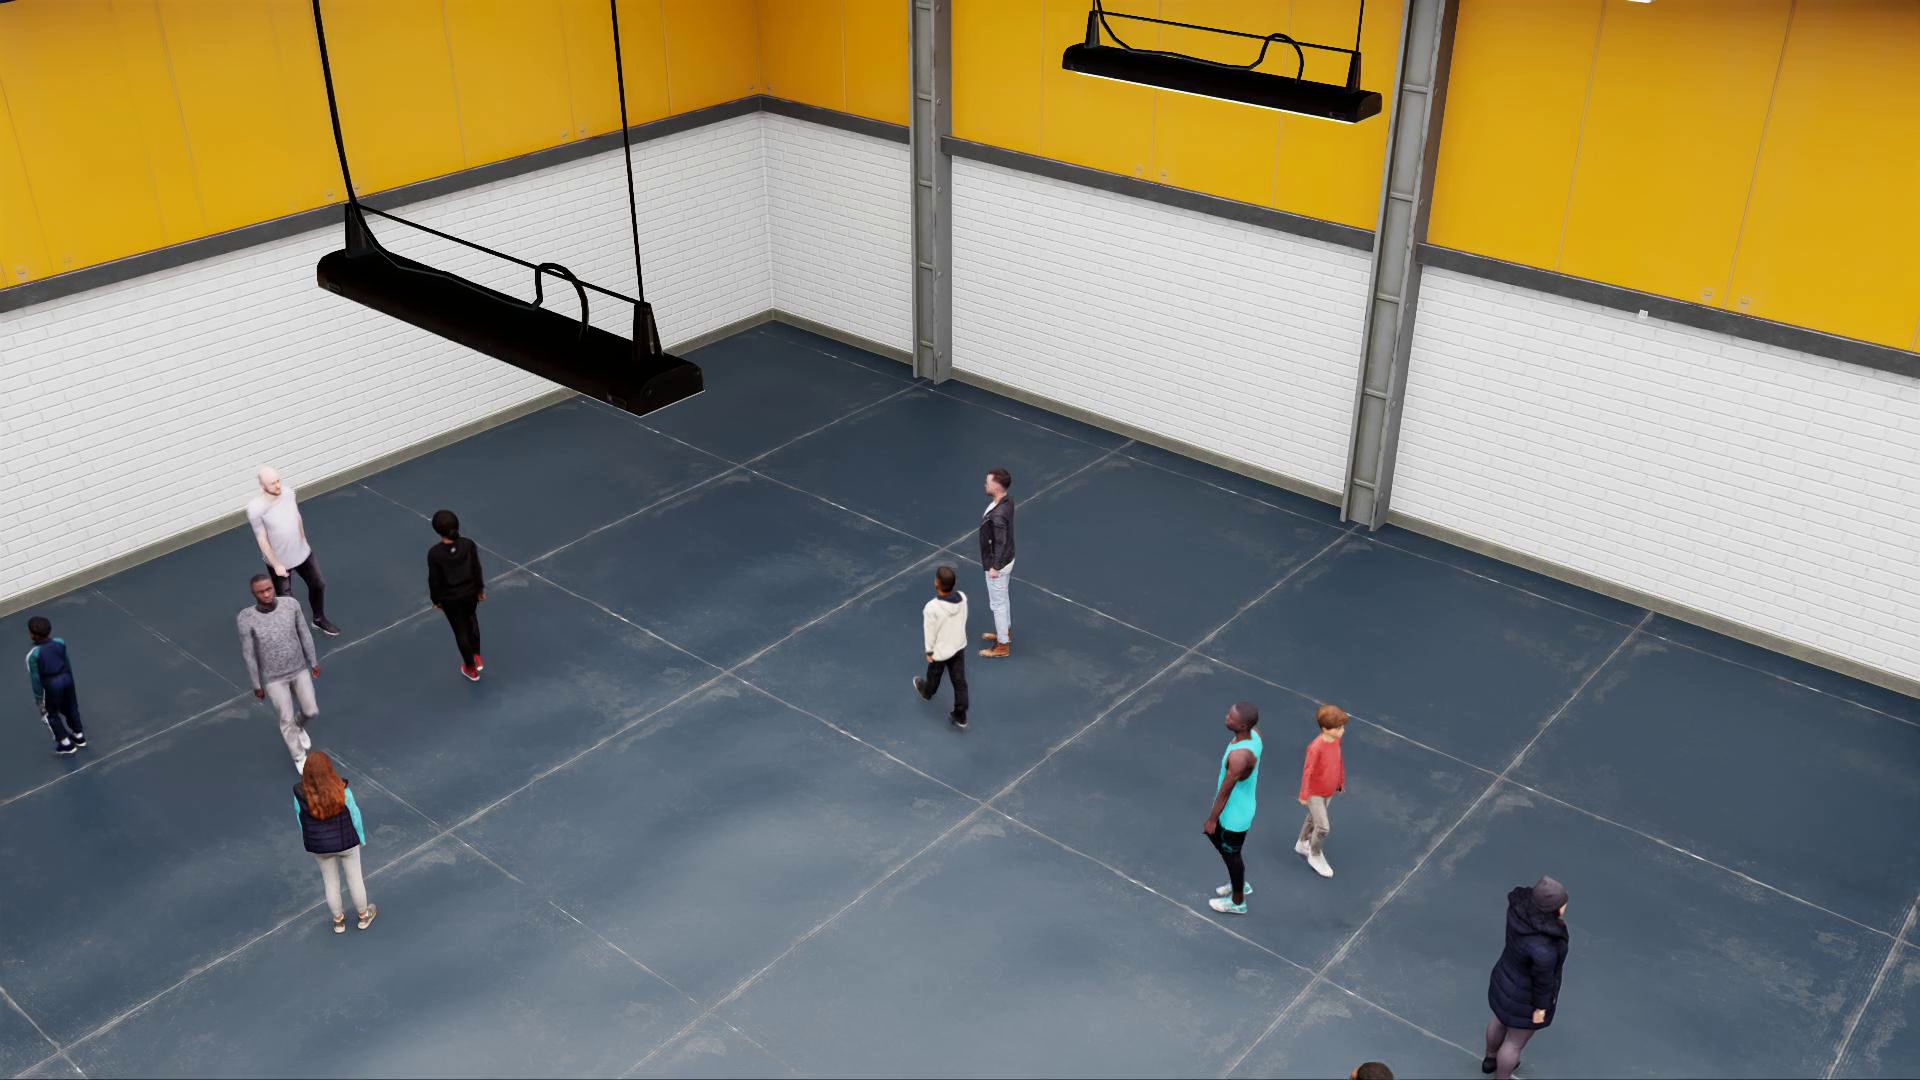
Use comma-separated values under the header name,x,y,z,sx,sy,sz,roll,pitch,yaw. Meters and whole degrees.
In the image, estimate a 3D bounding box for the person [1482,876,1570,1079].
name,x,y,z,sx,sy,sz,roll,pitch,yaw
person,3.500,2.761,10.335,0.847,1.675,0.785,-3,29,-5

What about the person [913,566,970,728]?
name,x,y,z,sx,sy,sz,roll,pitch,yaw
person,-0.073,0.929,13.959,0.809,1.420,1.020,-16,32,-26

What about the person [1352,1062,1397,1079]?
name,x,y,z,sx,sy,sz,roll,pitch,yaw
person,2.197,3.459,9.072,0.734,1.658,0.681,-2,29,-3

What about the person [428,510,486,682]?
name,x,y,z,sx,sy,sz,roll,pitch,yaw
person,-4.326,0.512,14.469,0.665,1.665,0.637,-19,34,-31

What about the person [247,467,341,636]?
name,x,y,z,sx,sy,sz,roll,pitch,yaw
person,-6.158,0.115,15.038,0.684,1.816,0.721,16,32,26

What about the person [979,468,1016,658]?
name,x,y,z,sx,sy,sz,roll,pitch,yaw
person,0.353,0.192,14.877,0.723,1.836,0.732,4,29,8

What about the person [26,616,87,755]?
name,x,y,z,sx,sy,sz,roll,pitch,yaw
person,-7.431,1.193,13.649,0.568,1.253,0.571,13,31,22

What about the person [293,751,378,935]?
name,x,y,z,sx,sy,sz,roll,pitch,yaw
person,-4.405,2.117,11.698,0.688,1.500,0.742,-5,29,-9

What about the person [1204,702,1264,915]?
name,x,y,z,sx,sy,sz,roll,pitch,yaw
person,2.035,1.932,11.727,0.722,1.798,0.711,9,30,16

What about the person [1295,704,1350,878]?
name,x,y,z,sx,sy,sz,roll,pitch,yaw
person,2.623,1.805,12.370,0.570,1.406,0.649,-25,37,-38

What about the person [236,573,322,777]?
name,x,y,z,sx,sy,sz,roll,pitch,yaw
person,-5.448,1.030,13.348,0.774,1.829,0.841,-22,35,-34
